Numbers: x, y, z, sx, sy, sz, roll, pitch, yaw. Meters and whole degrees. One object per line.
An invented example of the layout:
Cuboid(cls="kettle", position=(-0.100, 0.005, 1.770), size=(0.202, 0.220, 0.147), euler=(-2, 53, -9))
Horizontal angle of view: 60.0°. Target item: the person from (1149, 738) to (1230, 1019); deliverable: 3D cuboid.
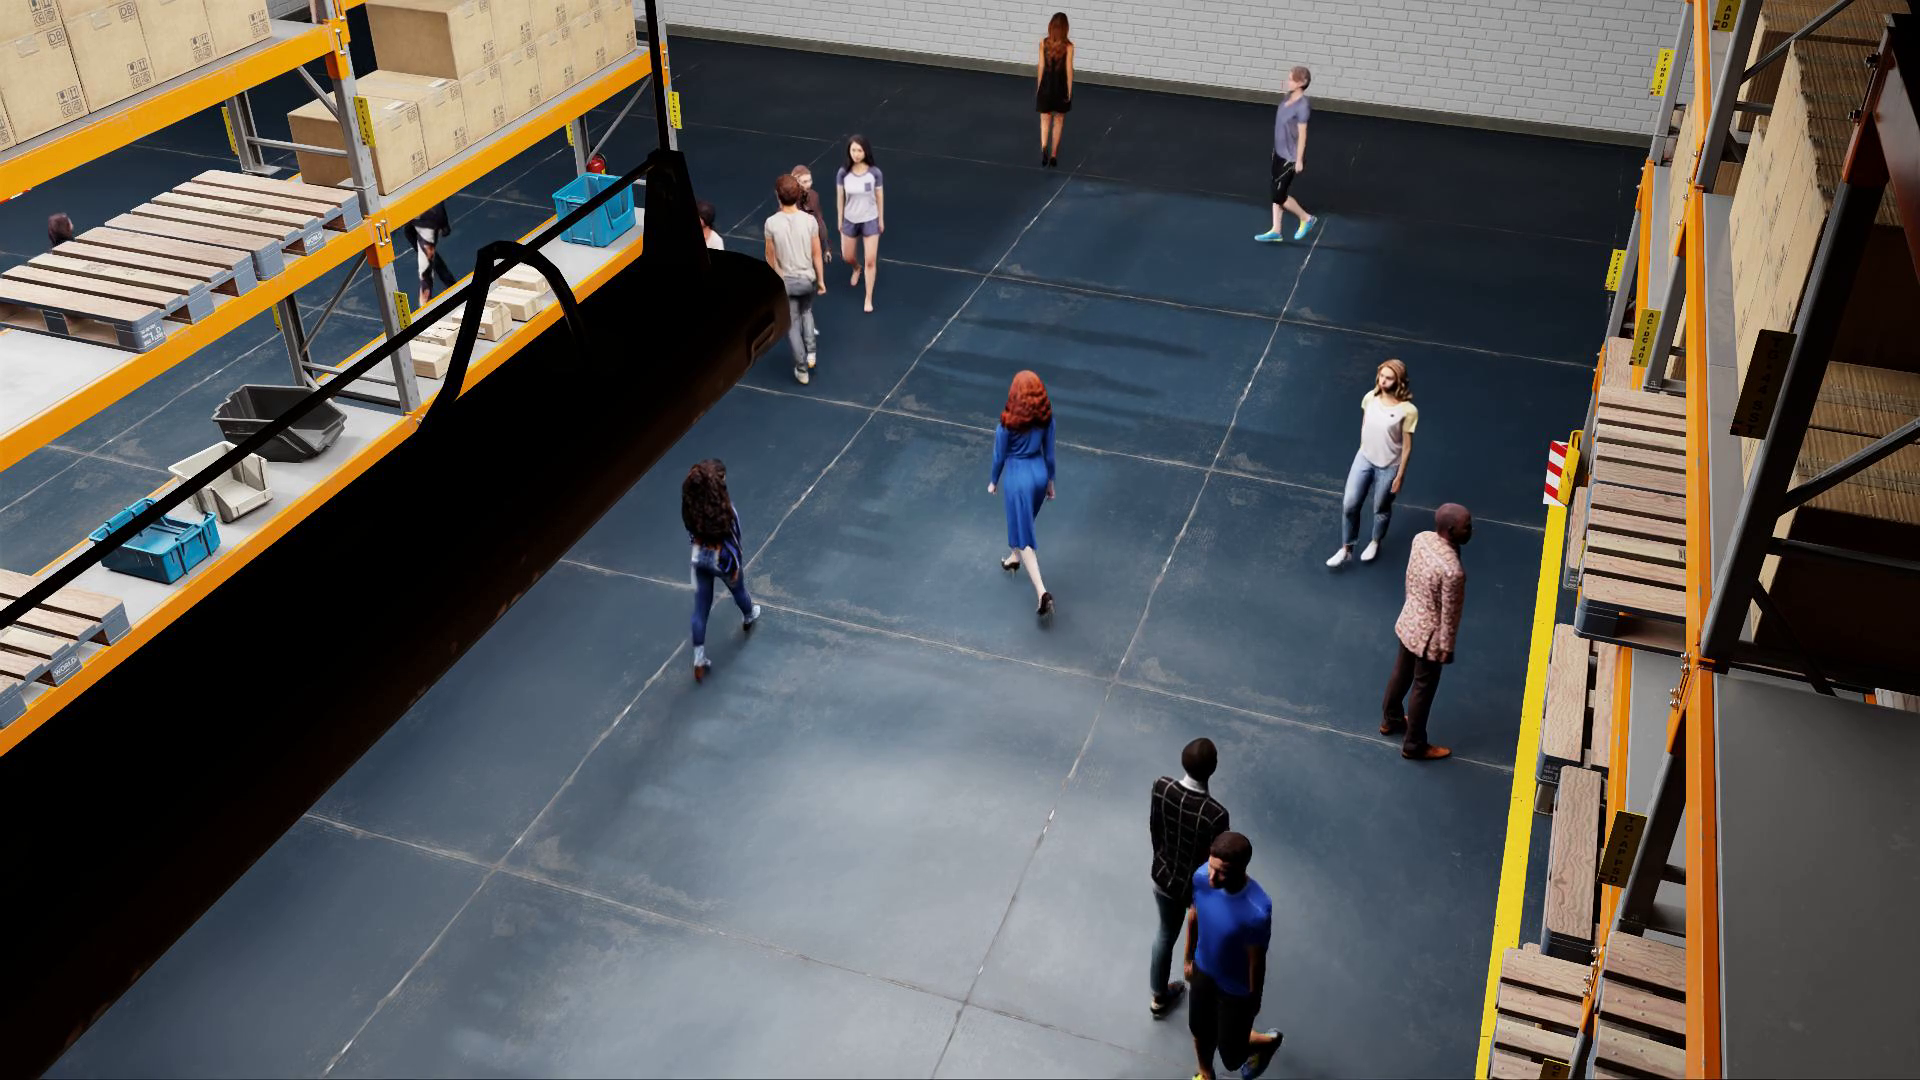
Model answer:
Cuboid(cls="person", position=(1.115, 1.808, 8.584), size=(0.861, 1.806, 0.907), euler=(28, 43, 35))

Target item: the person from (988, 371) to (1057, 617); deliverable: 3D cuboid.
Cuboid(cls="person", position=(0.486, -0.284, 11.748), size=(1.096, 1.787, 1.133), euler=(-16, 37, -23))

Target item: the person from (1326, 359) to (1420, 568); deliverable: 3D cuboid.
Cuboid(cls="person", position=(3.154, -0.584, 12.271), size=(0.778, 1.707, 0.896), euler=(25, 41, 33))

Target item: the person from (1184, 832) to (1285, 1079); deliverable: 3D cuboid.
Cuboid(cls="person", position=(1.366, 2.076, 8.136), size=(0.969, 1.855, 0.854), euler=(-24, 41, -32))

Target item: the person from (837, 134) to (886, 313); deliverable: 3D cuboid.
Cuboid(cls="person", position=(-0.947, -3.107, 16.081), size=(0.772, 1.692, 0.961), euler=(1, 34, 2))

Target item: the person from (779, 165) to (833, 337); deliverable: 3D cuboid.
Cuboid(cls="person", position=(-1.523, -2.704, 15.477), size=(0.750, 1.690, 0.657), euler=(24, 41, 32))

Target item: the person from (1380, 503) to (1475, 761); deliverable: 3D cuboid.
Cuboid(cls="person", position=(2.930, 0.560, 10.460), size=(0.837, 1.808, 0.735), euler=(-8, 34, -12))

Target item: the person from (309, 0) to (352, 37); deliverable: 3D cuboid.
Cuboid(cls="person", position=(-7.839, -6.344, 20.911), size=(0.820, 1.736, 0.793), euler=(29, 43, 36))

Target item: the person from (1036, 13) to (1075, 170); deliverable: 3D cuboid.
Cuboid(cls="person", position=(1.046, -5.023, 18.850), size=(0.637, 1.818, 0.894), euler=(8, 34, 11))

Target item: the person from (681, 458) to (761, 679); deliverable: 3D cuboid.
Cuboid(cls="person", position=(-1.692, 0.209, 11.201), size=(0.624, 1.571, 1.021), euler=(11, 35, 16))

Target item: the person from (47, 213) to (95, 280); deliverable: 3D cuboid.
Cuboid(cls="person", position=(-7.707, -2.067, 14.595), size=(0.599, 1.606, 0.687), euler=(12, 35, 17))

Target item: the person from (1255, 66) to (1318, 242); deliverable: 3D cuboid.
Cuboid(cls="person", position=(3.465, -3.964, 17.209), size=(0.941, 1.871, 0.927), euler=(-5, 34, -8))

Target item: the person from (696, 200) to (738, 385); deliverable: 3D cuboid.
Cuboid(cls="person", position=(-2.189, -2.163, 14.617), size=(0.641, 1.740, 0.639), euler=(-28, 43, -36))

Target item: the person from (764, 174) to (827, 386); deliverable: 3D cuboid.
Cuboid(cls="person", position=(-1.437, -2.230, 14.594), size=(0.824, 1.878, 0.885), euler=(-10, 35, -14))
